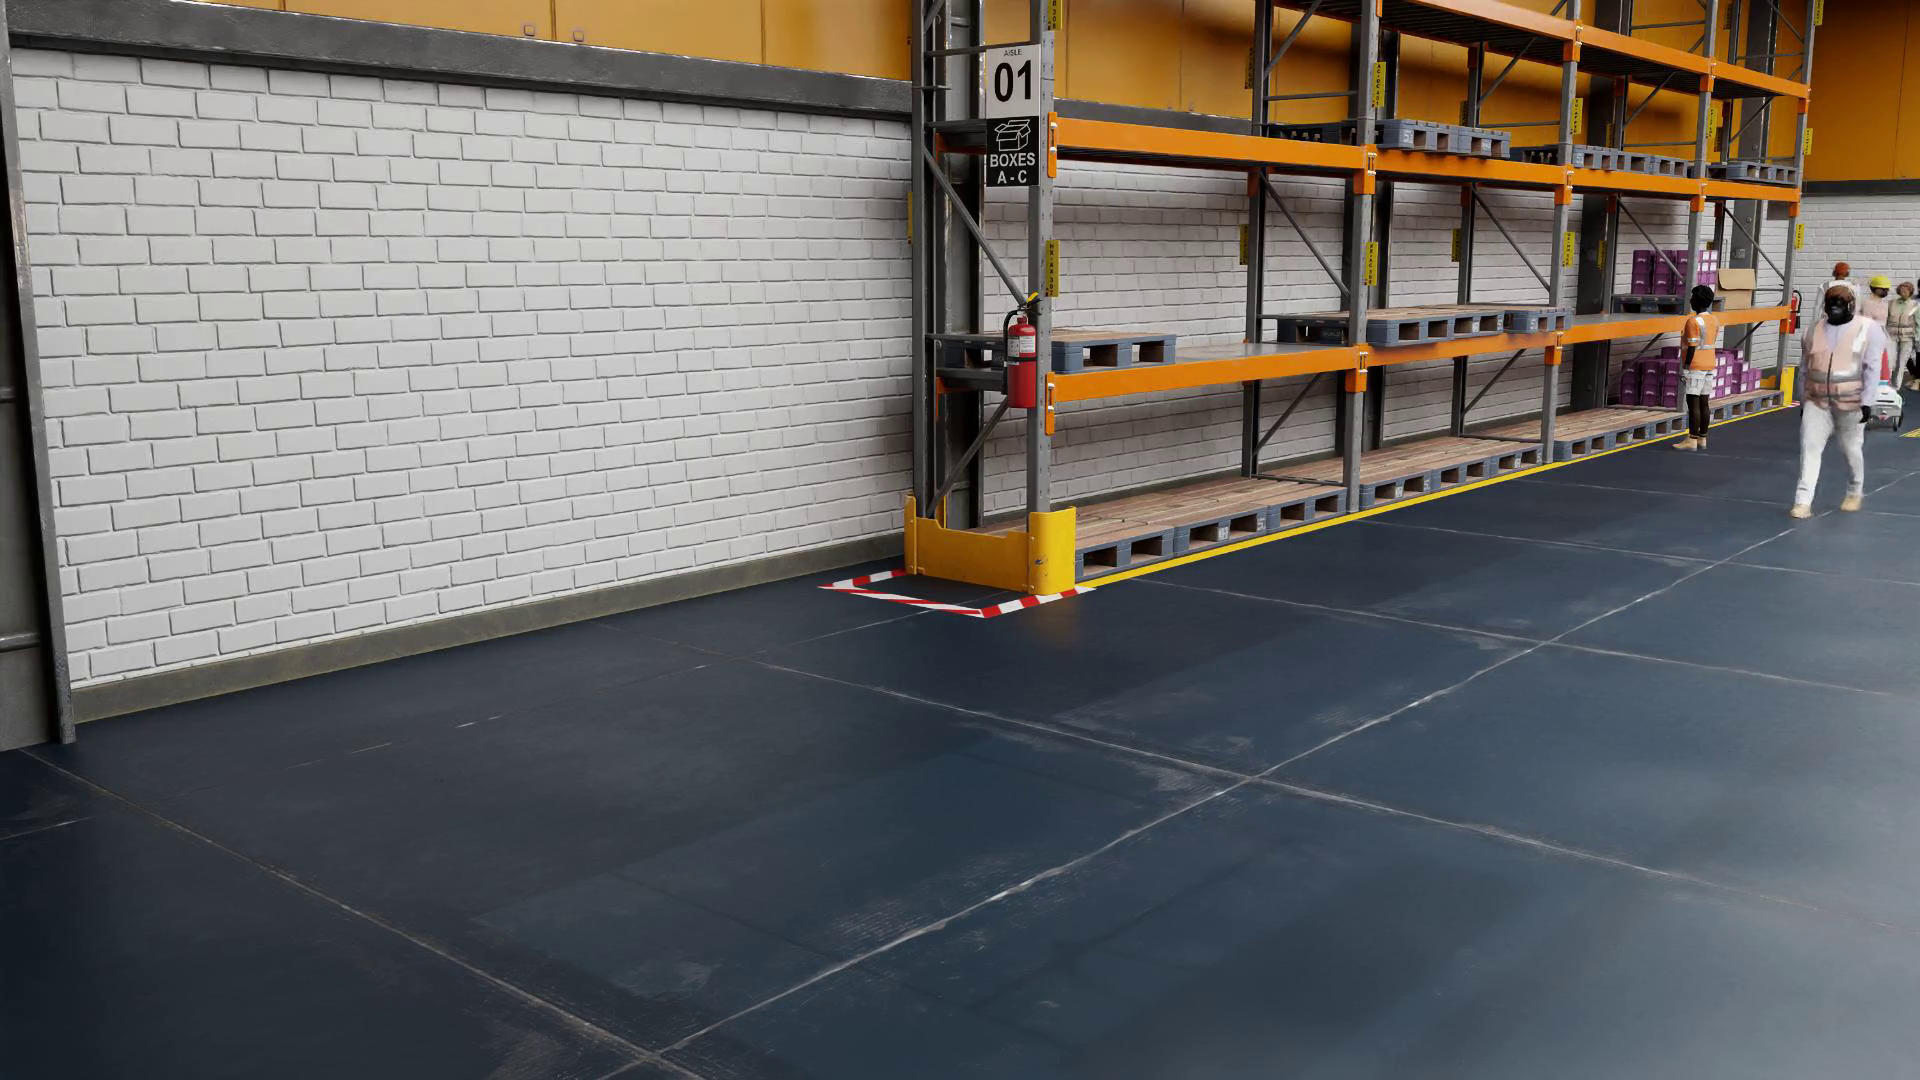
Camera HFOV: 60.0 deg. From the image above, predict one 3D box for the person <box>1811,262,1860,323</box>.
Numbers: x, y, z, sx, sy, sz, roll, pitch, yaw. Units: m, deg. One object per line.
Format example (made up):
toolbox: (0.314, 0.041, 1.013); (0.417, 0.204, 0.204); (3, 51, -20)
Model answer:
person: (13.115, -3.230, 24.966); (0.608, 1.870, 0.586); (3, 10, 17)

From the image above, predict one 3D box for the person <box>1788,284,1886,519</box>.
person: (6.825, -1.083, 12.930); (0.625, 1.807, 0.912); (10, 14, 44)

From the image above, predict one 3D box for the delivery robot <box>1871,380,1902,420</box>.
delivery robot: (10.599, -1.595, 19.122); (0.477, 0.478, 0.707); (4, 11, 23)

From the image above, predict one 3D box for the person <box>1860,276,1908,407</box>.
person: (11.886, -2.567, 21.621); (0.534, 1.719, 0.885); (-4, 11, -23)

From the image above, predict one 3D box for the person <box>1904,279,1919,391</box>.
person: (13.970, -2.995, 24.185); (0.558, 1.661, 0.574); (-6, 11, -29)

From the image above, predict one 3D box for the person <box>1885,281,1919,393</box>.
person: (13.053, -2.779, 23.090); (0.521, 1.608, 0.533); (8, 13, 40)

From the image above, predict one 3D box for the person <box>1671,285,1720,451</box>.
person: (7.580, -1.764, 17.104); (0.535, 1.697, 0.318); (-9, 14, -42)
